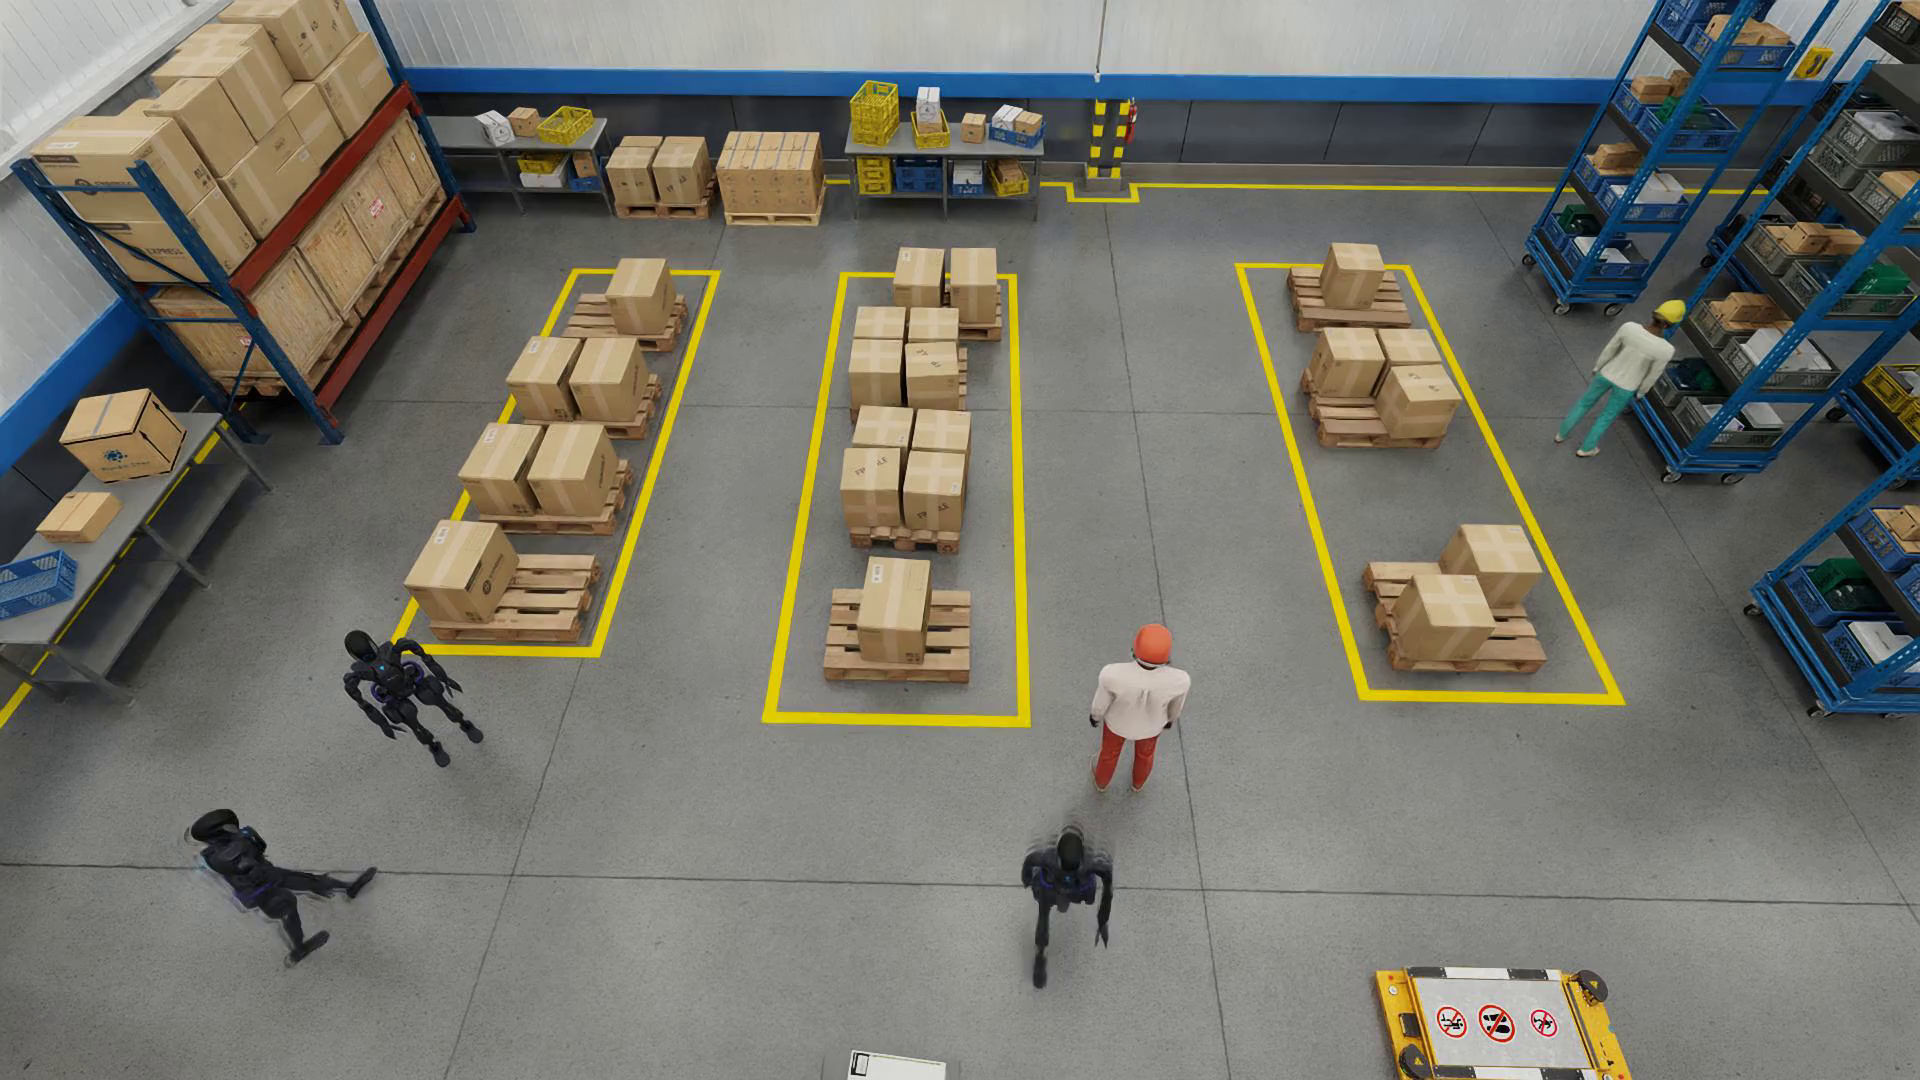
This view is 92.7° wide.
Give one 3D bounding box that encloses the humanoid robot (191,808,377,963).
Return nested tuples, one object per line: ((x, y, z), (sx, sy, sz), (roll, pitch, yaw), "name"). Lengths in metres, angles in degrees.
((-4.395, 2.147, 5.848), (0.596, 1.619, 0.755), (33, 58, 24), "humanoid robot")

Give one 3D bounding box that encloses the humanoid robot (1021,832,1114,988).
((0.665, 2.227, 5.795), (0.568, 1.622, 0.800), (4, 51, 3), "humanoid robot")

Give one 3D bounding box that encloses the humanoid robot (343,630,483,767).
((-3.988, 1.133, 6.652), (0.340, 1.649, 0.578), (35, 59, 25), "humanoid robot")

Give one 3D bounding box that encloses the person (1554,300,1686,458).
((6.335, -1.543, 8.778), (0.328, 1.765, 0.532), (-25, 55, -19), "person")

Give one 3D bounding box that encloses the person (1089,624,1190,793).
((1.209, 1.213, 6.384), (0.611, 1.995, 0.385), (4, 51, 3), "person")

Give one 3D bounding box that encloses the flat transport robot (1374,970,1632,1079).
((3.501, 3.133, 5.914), (1.431, 0.197, 0.652), (1, 51, 1), "flat transport robot")
